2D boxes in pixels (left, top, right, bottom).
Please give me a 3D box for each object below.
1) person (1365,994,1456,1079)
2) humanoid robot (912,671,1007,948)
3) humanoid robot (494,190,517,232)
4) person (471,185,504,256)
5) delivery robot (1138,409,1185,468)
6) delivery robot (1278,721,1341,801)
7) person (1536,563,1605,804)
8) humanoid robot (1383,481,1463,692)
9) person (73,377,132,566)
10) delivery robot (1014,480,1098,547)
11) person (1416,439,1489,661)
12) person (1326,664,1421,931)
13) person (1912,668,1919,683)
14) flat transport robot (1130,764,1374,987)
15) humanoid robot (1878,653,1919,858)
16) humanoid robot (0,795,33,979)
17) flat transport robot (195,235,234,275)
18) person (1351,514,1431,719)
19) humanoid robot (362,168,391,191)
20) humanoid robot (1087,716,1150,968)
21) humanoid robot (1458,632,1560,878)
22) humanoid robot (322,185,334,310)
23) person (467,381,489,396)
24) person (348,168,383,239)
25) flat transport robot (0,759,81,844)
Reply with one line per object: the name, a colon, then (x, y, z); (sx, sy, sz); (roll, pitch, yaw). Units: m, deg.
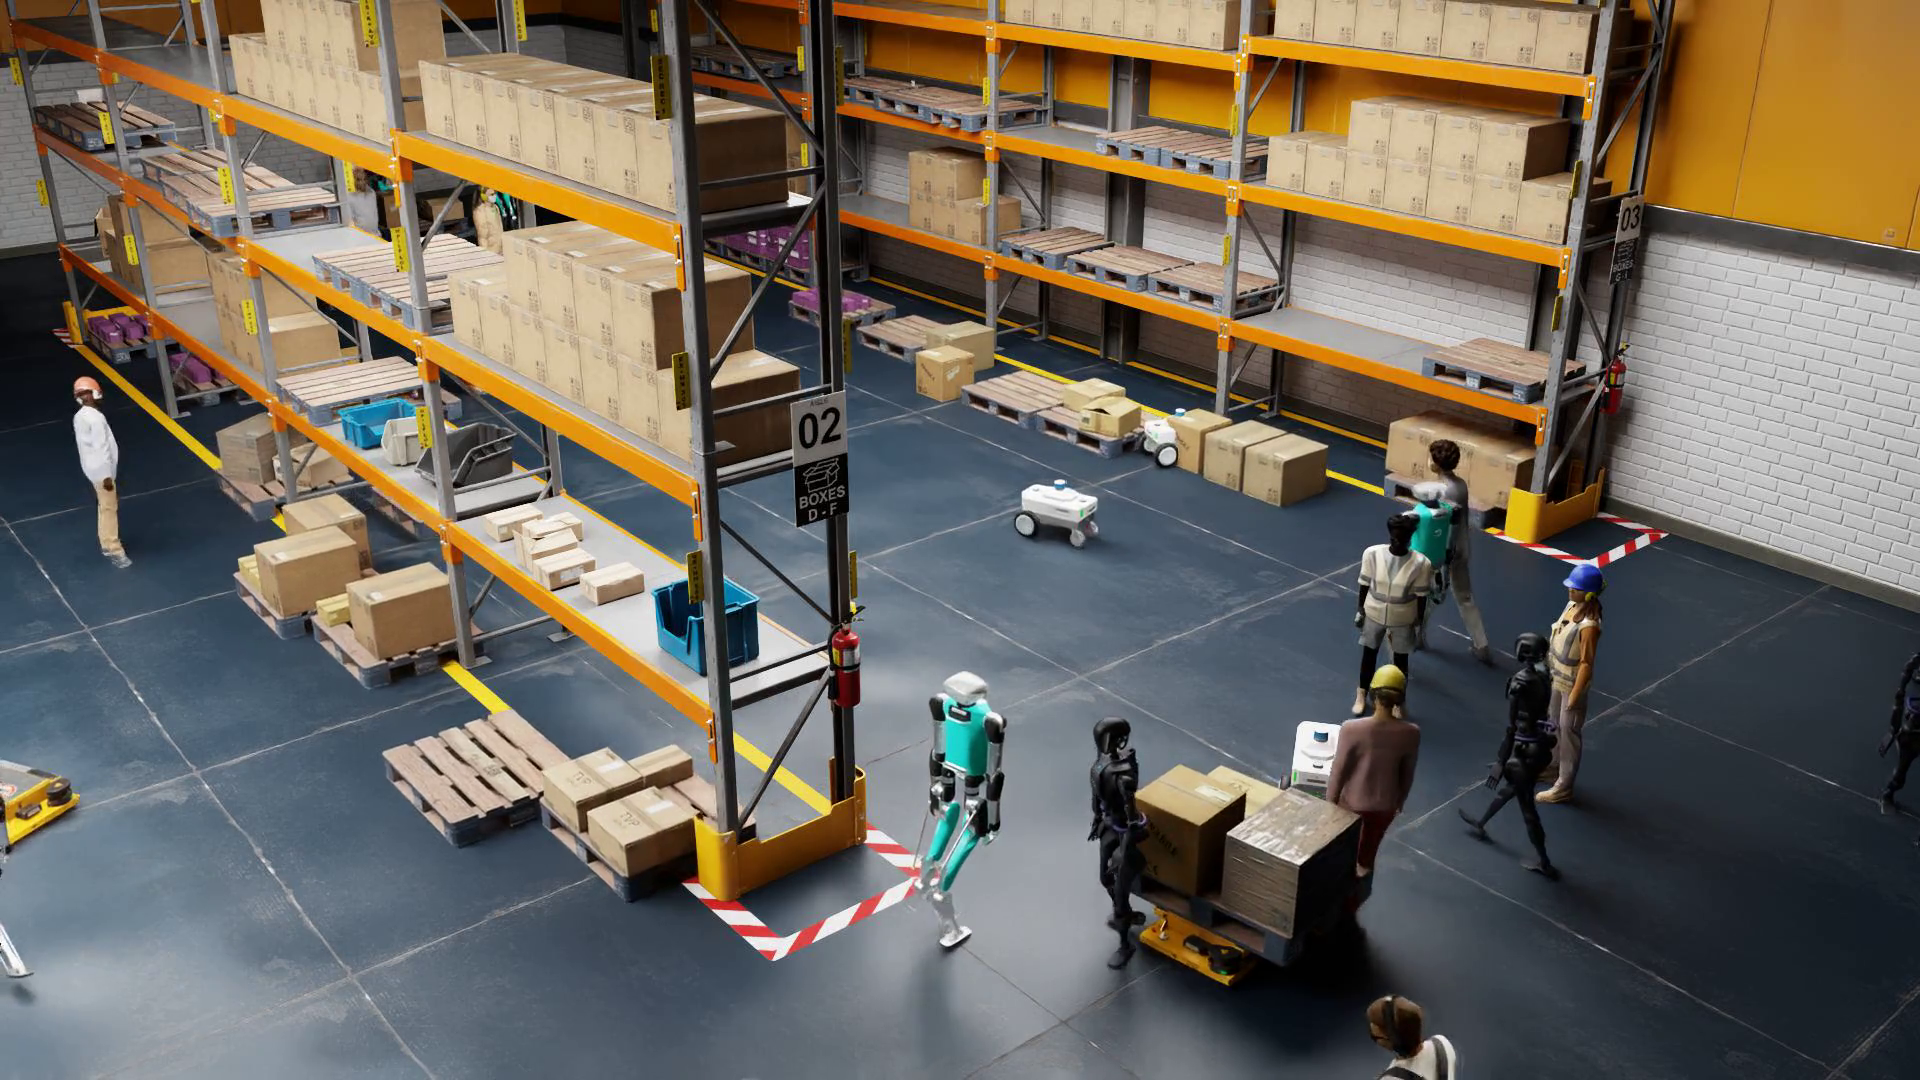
person: (1.946, 2.745, 7.360); (0.554, 1.799, 0.571); (21, 31, 39)
humanoid robot: (-0.088, 1.700, 9.887); (0.538, 1.820, 0.669); (18, 29, 36)
humanoid robot: (-7.408, -5.631, 26.960); (0.539, 1.901, 0.713); (-18, 29, -36)
person: (-6.424, -3.949, 22.765); (0.391, 1.875, 0.564); (5, 24, 11)
delivery robot: (2.339, -1.114, 17.844); (0.739, 0.580, 0.519); (-7, 24, -16)
delivery robot: (2.500, 1.577, 11.613); (0.499, 0.581, 0.774); (6, 24, 13)
person: (4.190, 0.974, 11.480); (0.305, 1.781, 0.462); (-1, 23, -1)
humanoid robot: (3.486, 0.320, 13.095); (0.553, 1.805, 0.723); (-10, 25, -21)
person: (-7.863, -0.627, 15.289); (0.331, 1.704, 0.671); (-18, 29, -35)
delivery robot: (0.936, -0.285, 15.943); (0.792, 0.595, 0.499); (14, 27, 30)
person: (4.011, 0.099, 13.443); (0.553, 1.847, 0.830); (-21, 31, -40)
person: (2.486, 1.591, 10.104); (0.551, 1.732, 0.483); (-1, 23, -3)
person: (7.815, 0.265, 12.950); (0.547, 1.924, 0.387); (13, 27, 28)
flat transport robot: (1.813, 2.262, 10.405); (0.659, 0.231, 1.431); (20, 30, 38)
humanoid robot: (6.463, 1.248, 11.036); (0.603, 1.644, 0.748); (8, 25, 17)
humanoid robot: (-5.835, 1.788, 9.649); (1.024, 1.731, 0.543); (20, 31, 39)
flat transport robot: (-10.549, -3.344, 23.386); (1.431, 0.231, 0.659); (4, 24, 10)
person: (3.237, 0.580, 12.509); (0.534, 1.694, 0.320); (11, 26, 24)
humanoid robot: (-9.431, -5.824, 27.344); (1.044, 1.744, 0.581); (2, 23, 3)
humanoid robot: (0.978, 1.744, 9.839); (0.461, 1.646, 0.606); (-7, 24, -16)
humanoid robot: (3.618, 1.360, 10.770); (0.784, 1.622, 0.601); (21, 31, 39)
humanoid robot: (-8.903, -4.064, 23.299); (0.697, 1.861, 0.532); (-2, 23, -5)
person: (-5.512, -2.511, 19.617); (0.939, 1.714, 0.525); (5, 24, 12)
person: (-8.552, -4.392, 23.799); (0.925, 1.867, 0.637); (14, 27, 30)
flat transport robot: (-6.908, 1.772, 11.541); (1.431, 0.231, 0.659); (9, 25, 20)
